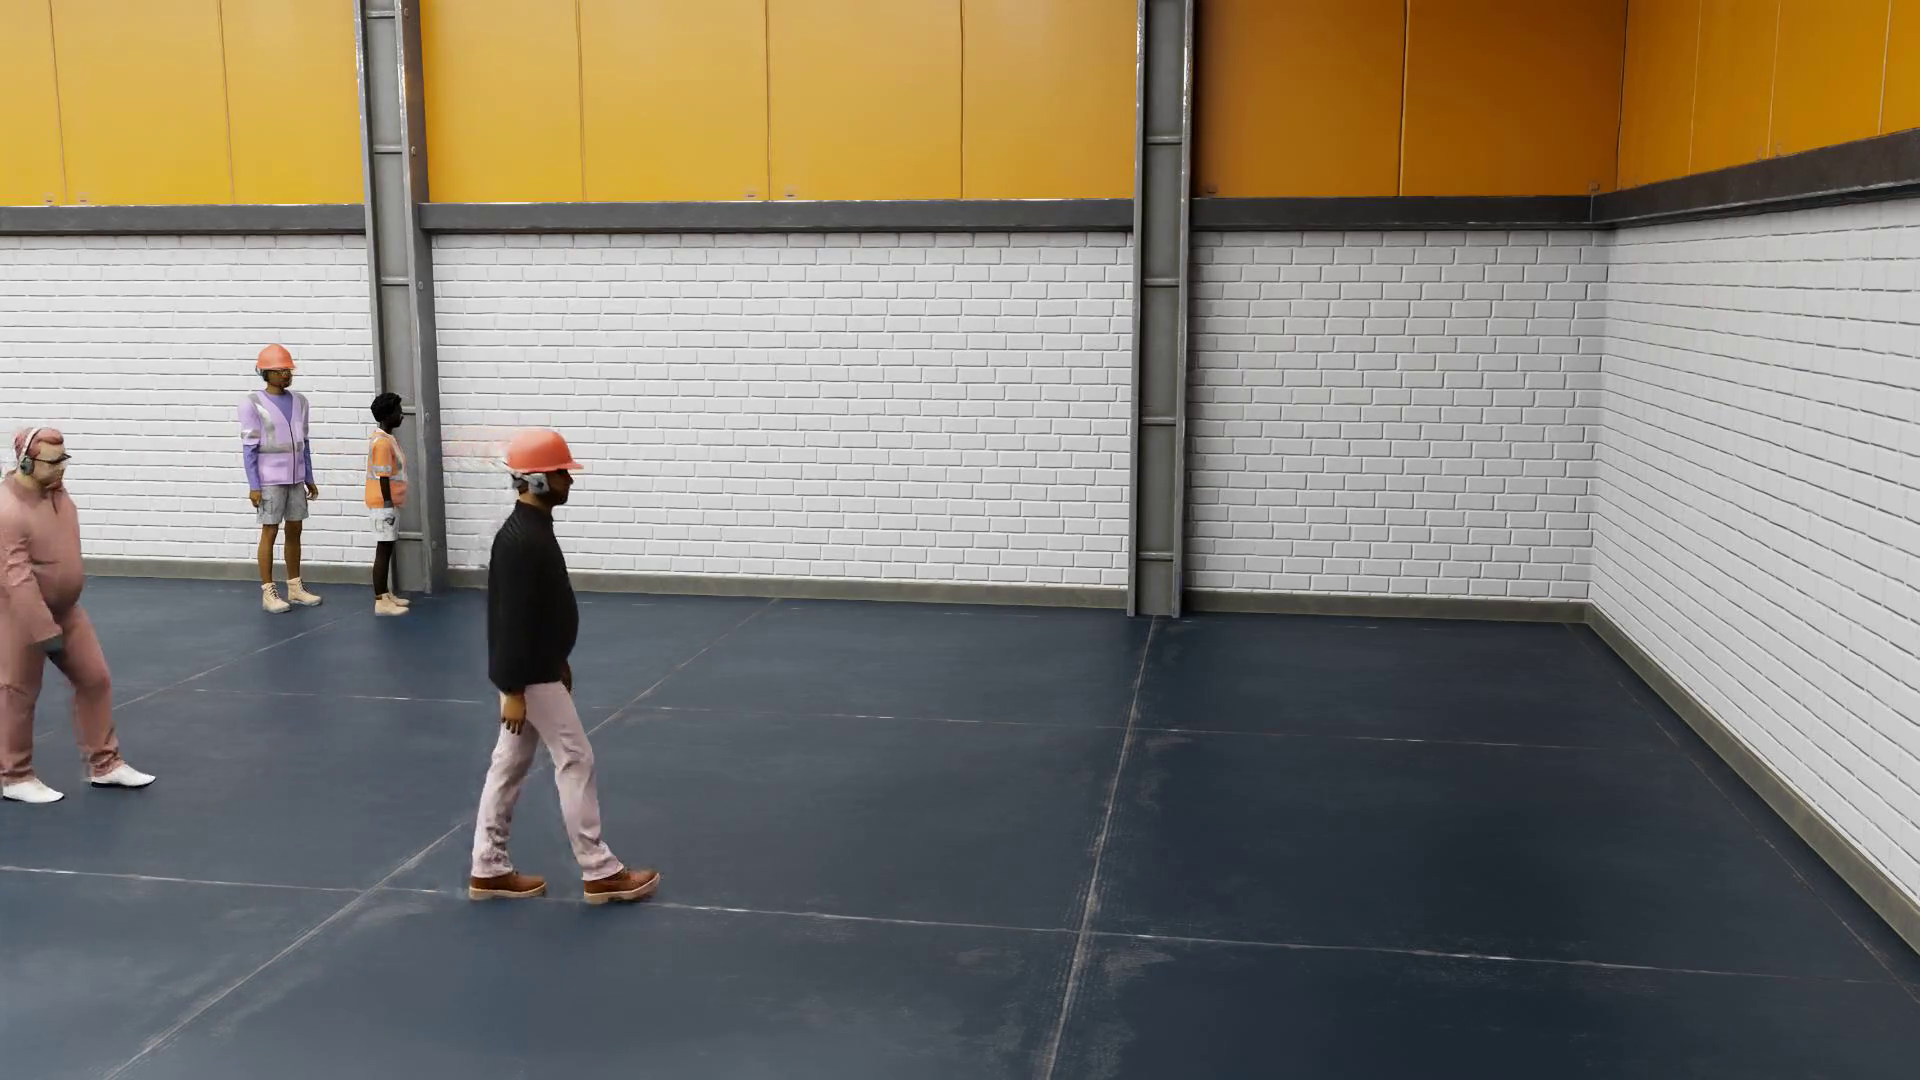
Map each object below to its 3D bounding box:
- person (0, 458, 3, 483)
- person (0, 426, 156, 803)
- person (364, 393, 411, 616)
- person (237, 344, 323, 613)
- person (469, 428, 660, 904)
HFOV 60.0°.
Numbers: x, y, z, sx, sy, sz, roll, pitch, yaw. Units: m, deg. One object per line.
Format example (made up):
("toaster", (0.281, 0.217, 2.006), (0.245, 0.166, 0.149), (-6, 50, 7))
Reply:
("person", (-6.761, -0.150, 11.314), (0.579, 1.869, 0.596), (8, 12, 41))
("person", (-4.366, 0.379, 8.035), (0.799, 1.867, 0.662), (1, 9, 5))
("person", (-4.348, -0.274, 12.627), (0.321, 1.691, 0.532), (-3, 10, -16))
("person", (-5.200, -0.476, 12.764), (0.364, 2.048, 0.611), (5, 10, 27))
("person", (-1.640, 0.524, 6.827), (0.902, 1.962, 0.642), (-2, 9, -13))
